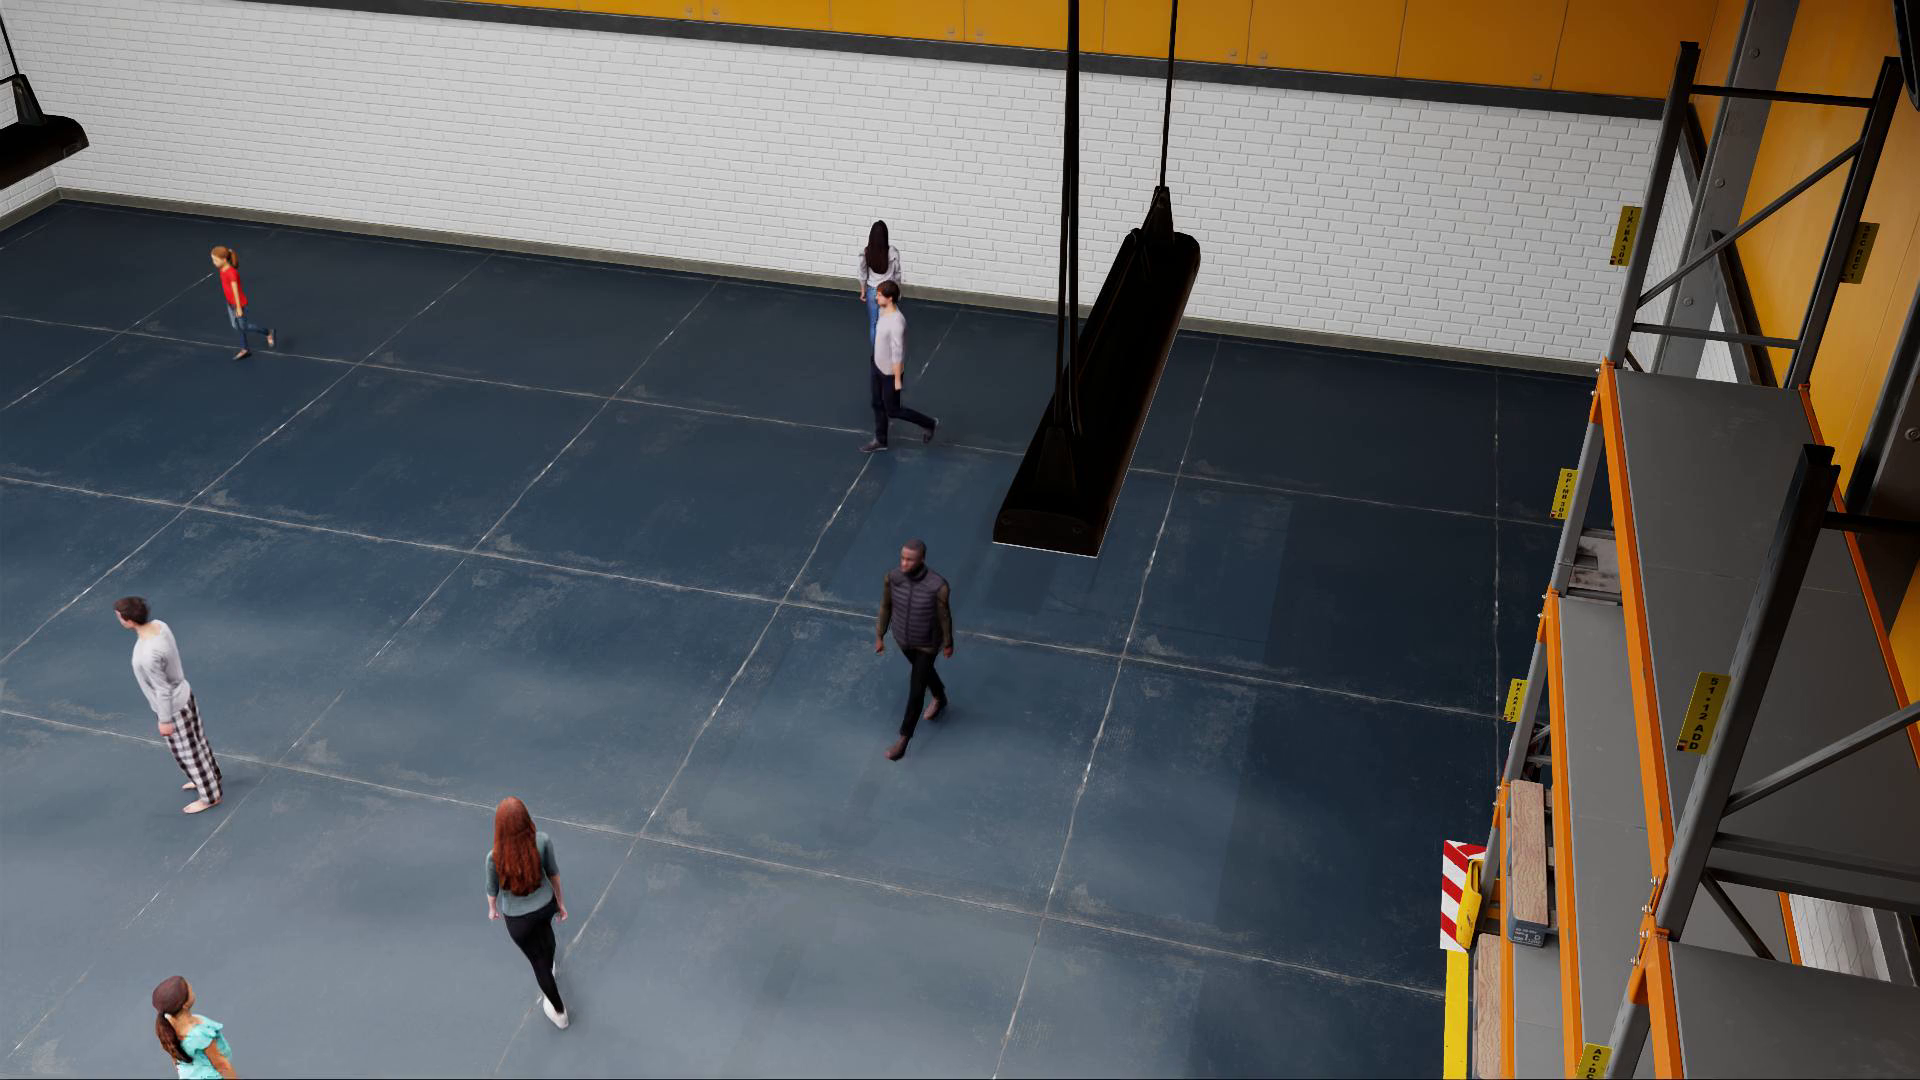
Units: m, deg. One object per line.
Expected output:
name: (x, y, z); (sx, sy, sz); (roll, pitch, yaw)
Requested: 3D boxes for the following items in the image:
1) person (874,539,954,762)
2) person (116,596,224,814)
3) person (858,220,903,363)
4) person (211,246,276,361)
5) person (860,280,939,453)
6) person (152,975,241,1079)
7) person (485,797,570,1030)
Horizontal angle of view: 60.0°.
person: (-0.266, 0.727, 12.550); (0.932, 1.781, 1.275); (18, 38, 25)
person: (-5.612, 1.148, 11.858); (0.770, 1.846, 0.660); (-9, 35, -14)
person: (-0.830, -2.630, 17.734); (0.669, 1.633, 0.639); (-4, 34, -6)
person: (-7.743, -2.577, 17.960); (0.657, 1.294, 0.800); (27, 42, 34)
person: (-0.603, -1.667, 16.114); (1.054, 1.822, 1.068); (-11, 35, -15)
person: (-4.227, 3.061, 9.258); (0.692, 1.538, 1.028); (16, 37, 22)
person: (-2.598, 2.339, 10.179); (0.885, 1.722, 0.920); (-22, 39, -29)
